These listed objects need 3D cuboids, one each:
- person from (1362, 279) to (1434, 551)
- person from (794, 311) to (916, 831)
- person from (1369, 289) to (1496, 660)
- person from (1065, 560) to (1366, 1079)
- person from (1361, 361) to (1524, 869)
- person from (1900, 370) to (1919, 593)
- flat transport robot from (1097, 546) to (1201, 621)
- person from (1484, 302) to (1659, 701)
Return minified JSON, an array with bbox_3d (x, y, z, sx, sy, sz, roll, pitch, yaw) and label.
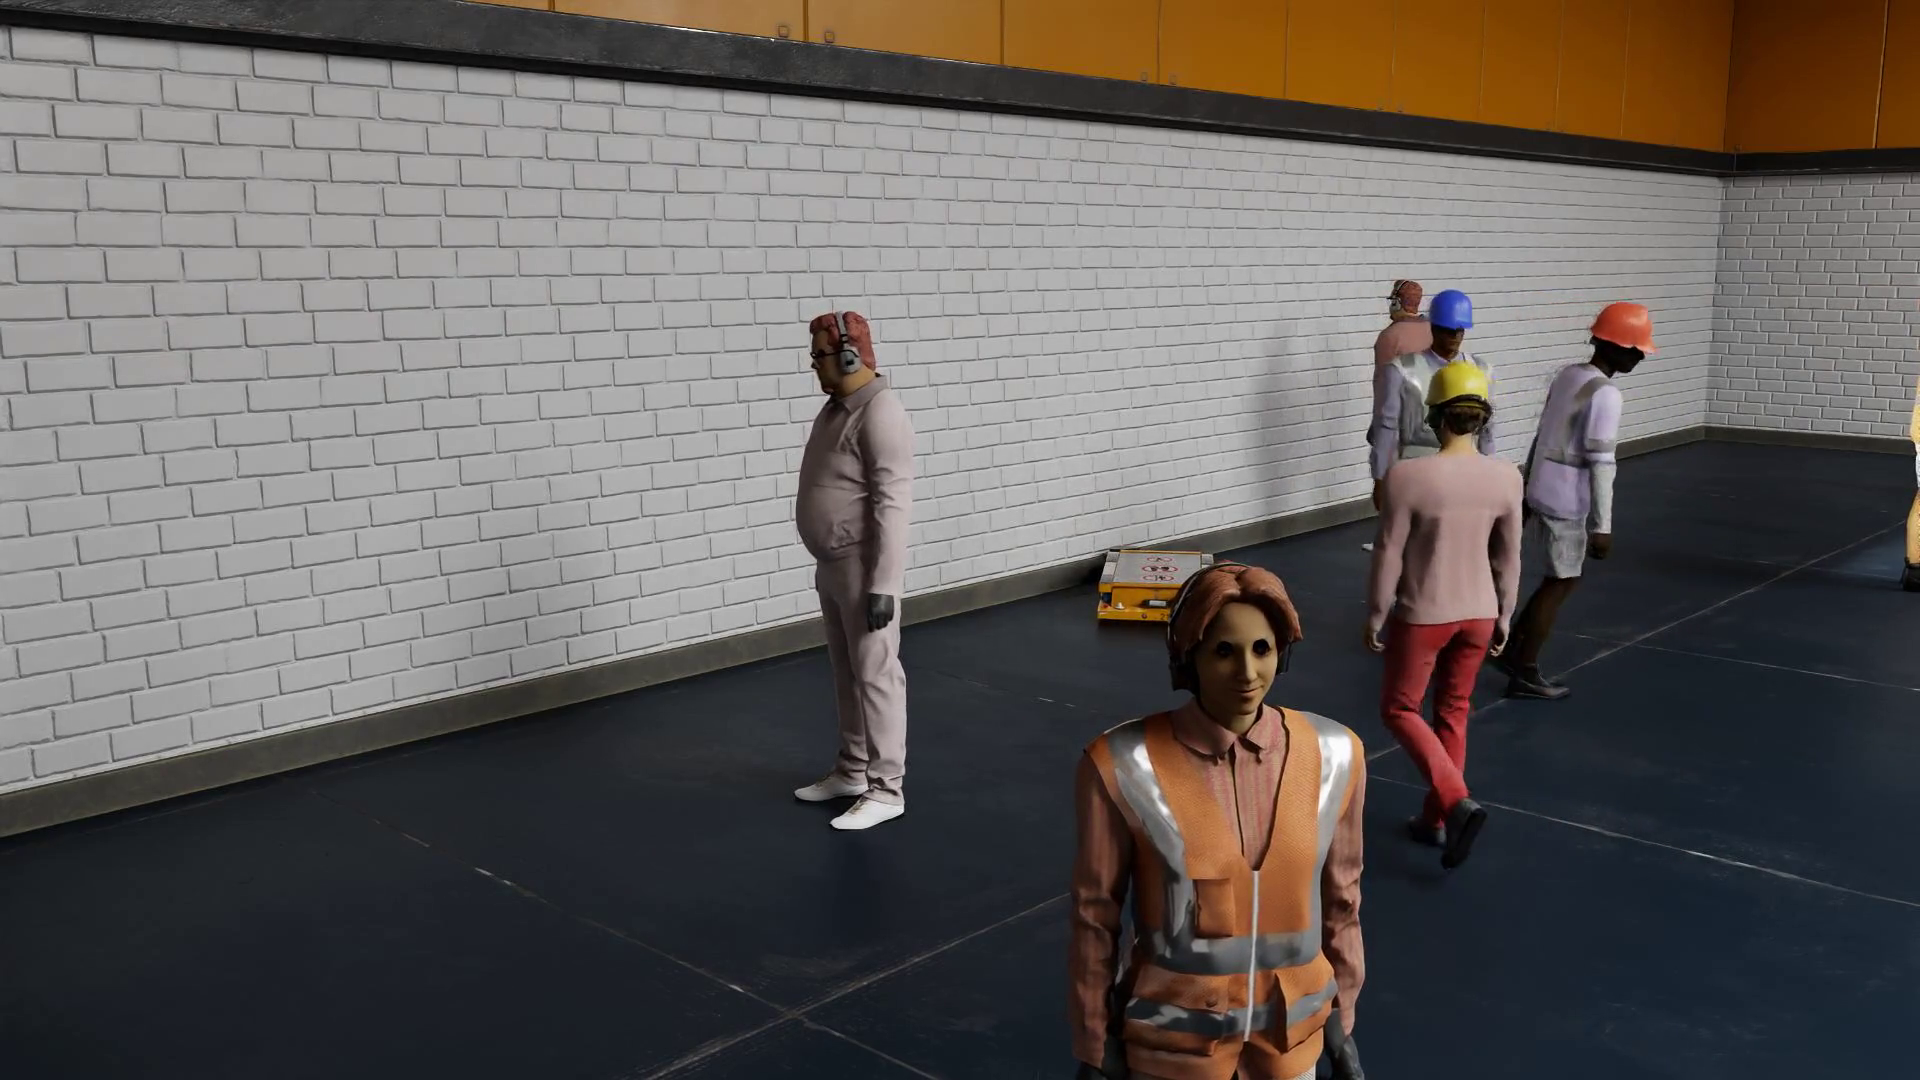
[{"bbox_3d":[3.083,-0.858,11.646,0.637,1.911,0.403,-7,12,-35],"label":"person"},{"bbox_3d":[-0.404,0.113,6.145,0.401,1.901,0.642,-4,11,-22],"label":"person"},{"bbox_3d":[2.441,-0.345,8.681,0.650,1.923,0.644,-1,10,-4],"label":"person"},{"bbox_3d":[0.421,0.841,2.742,0.521,1.638,0.306,-2,10,-14],"label":"person"},{"bbox_3d":[1.681,0.265,5.705,0.540,1.749,0.598,-3,10,-14],"label":"person"},{"bbox_3d":[6.085,-0.634,10.281,0.376,1.939,0.547,6,12,31],"label":"person"},{"bbox_3d":[1.191,0.250,9.992,0.652,0.197,1.431,1,10,8],"label":"flat transport robot"},{"bbox_3d":[2.867,-0.157,7.726,0.579,1.883,0.589,0,10,1],"label":"person"}]
